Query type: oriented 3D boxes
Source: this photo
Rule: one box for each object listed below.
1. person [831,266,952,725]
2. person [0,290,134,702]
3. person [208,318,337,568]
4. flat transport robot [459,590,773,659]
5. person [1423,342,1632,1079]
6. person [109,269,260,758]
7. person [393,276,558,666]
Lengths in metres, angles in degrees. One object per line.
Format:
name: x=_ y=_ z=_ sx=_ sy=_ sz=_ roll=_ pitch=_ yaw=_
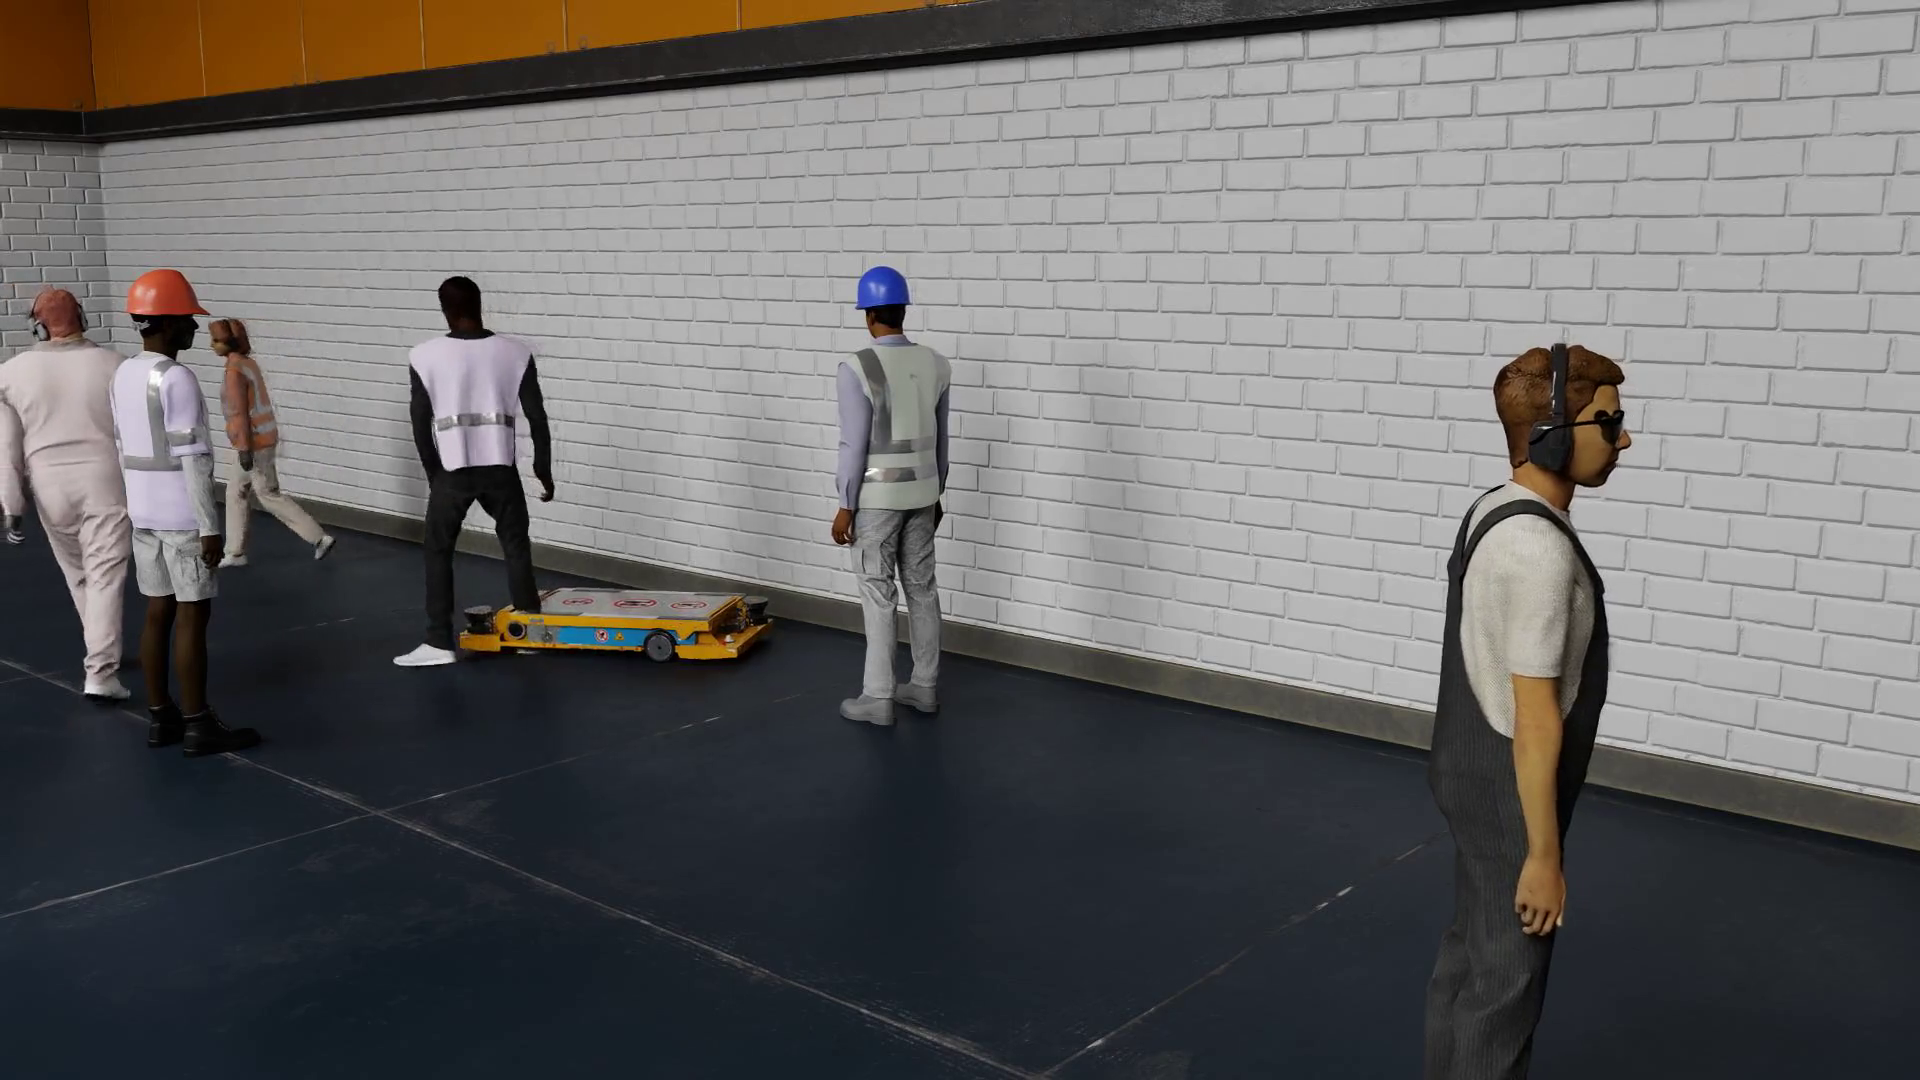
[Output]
person: x=-0.300 y=-0.187 z=7.115 sx=0.617 sy=1.943 sz=0.396 roll=-10 pitch=14 yaw=-44
person: x=-3.969 y=-0.208 z=7.555 sx=0.656 sy=1.841 sz=1.033 roll=-2 pitch=10 yaw=-13
person: x=-4.385 y=-0.605 z=10.501 sx=0.758 sy=1.596 sz=0.552 roll=-3 pitch=11 yaw=-19
flat transport robot: x=-1.732 y=0.414 z=8.460 sx=1.431 sy=0.197 sz=0.652 roll=2 pitch=10 yaw=9
person: x=1.099 y=0.538 z=3.273 sx=0.345 sy=1.845 sz=0.505 roll=1 pitch=10 yaw=7
person: x=-3.121 y=-0.100 z=6.646 sx=0.545 sy=1.938 sz=0.359 roll=7 pitch=12 yaw=35
person: x=-2.347 y=-0.333 z=8.154 sx=0.894 sy=1.883 sz=0.441 roll=-4 pitch=11 yaw=-24
